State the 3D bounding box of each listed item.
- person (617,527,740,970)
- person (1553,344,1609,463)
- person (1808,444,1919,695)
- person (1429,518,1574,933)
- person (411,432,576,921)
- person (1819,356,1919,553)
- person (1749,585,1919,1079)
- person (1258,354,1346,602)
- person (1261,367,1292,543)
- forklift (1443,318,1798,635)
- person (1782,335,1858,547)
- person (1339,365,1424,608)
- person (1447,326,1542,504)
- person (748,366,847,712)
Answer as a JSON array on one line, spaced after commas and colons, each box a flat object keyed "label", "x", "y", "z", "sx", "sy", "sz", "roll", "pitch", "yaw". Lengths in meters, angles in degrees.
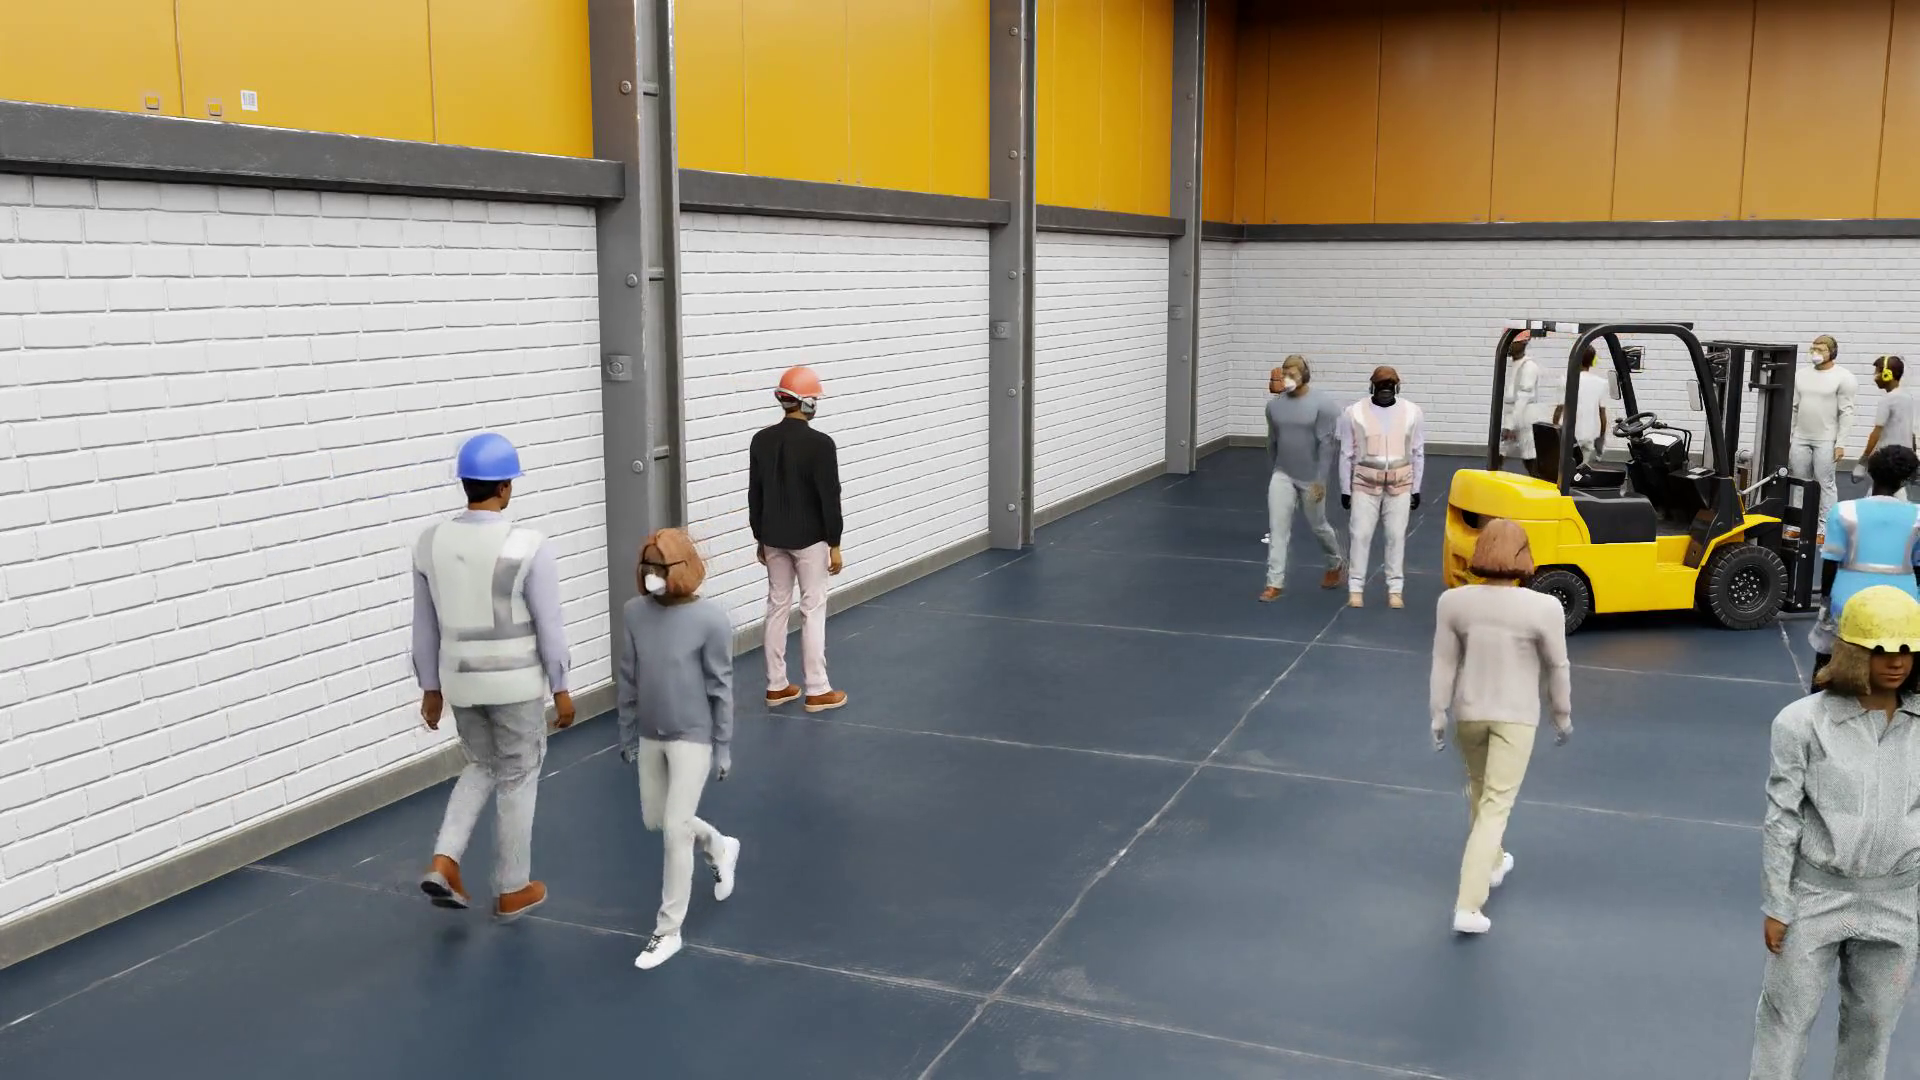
[{"label": "person", "x": -1.043, "y": 0.735, "z": 6.287, "sx": 0.508, "sy": 1.609, "sz": 0.686, "roll": 5, "pitch": 11, "yaw": 29}, {"label": "person", "x": 5.895, "y": -0.947, "z": 15.806, "sx": 0.527, "sy": 1.839, "sz": 0.727, "roll": -1, "pitch": 9, "yaw": -4}, {"label": "person", "x": 4.643, "y": 0.337, "z": 8.505, "sx": 0.539, "sy": 1.665, "sz": 0.561, "roll": 3, "pitch": 10, "yaw": 18}, {"label": "person", "x": 2.116, "y": 0.705, "z": 6.555, "sx": 0.501, "sy": 1.589, "sz": 0.871, "roll": 8, "pitch": 12, "yaw": 40}, {"label": "person", "x": -1.810, "y": 0.551, "z": 6.432, "sx": 0.614, "sy": 1.932, "sz": 0.483, "roll": 4, "pitch": 10, "yaw": 20}, {"label": "person", "x": 7.886, "y": -0.651, "z": 14.108, "sx": 0.972, "sy": 1.813, "sz": 0.540, "roll": 9, "pitch": 13, "yaw": 44}, {"label": "person", "x": 2.377, "y": 0.977, "z": 4.421, "sx": 0.483, "sy": 1.745, "sz": 0.299, "roll": 0, "pitch": 9, "yaw": 2}, {"label": "person", "x": 2.674, "y": -0.499, "z": 12.900, "sx": 0.629, "sy": 1.909, "sz": 0.944, "roll": 7, "pitch": 12, "yaw": 38}, {"label": "person", "x": 2.970, "y": -0.785, "z": 15.429, "sx": 0.285, "sy": 1.633, "sz": 0.500, "roll": 3, "pitch": 10, "yaw": 18}, {"label": "forklift", "x": 4.706, "y": -0.497, "z": 11.990, "sx": 2.313, "sy": 2.155, "sz": 1.214, "roll": -2, "pitch": 10, "yaw": -10}, {"label": "person", "x": 7.855, "y": -0.908, "z": 15.255, "sx": 0.372, "sy": 1.940, "sz": 0.631, "roll": -5, "pitch": 11, "yaw": -29}, {"label": "person", "x": 3.151, "y": -0.392, "z": 12.467, "sx": 0.620, "sy": 1.835, "sz": 0.432, "roll": 1, "pitch": 9, "yaw": 5}, {"label": "person", "x": 5.454, "y": -1.165, "z": 16.640, "sx": 1.046, "sy": 1.985, "sz": 0.621, "roll": -1, "pitch": 9, "yaw": -5}, {"label": "person", "x": -0.930, "y": -0.009, "z": 9.636, "sx": 0.623, "sy": 1.992, "sz": 0.396, "roll": 6, "pitch": 11, "yaw": 31}]
